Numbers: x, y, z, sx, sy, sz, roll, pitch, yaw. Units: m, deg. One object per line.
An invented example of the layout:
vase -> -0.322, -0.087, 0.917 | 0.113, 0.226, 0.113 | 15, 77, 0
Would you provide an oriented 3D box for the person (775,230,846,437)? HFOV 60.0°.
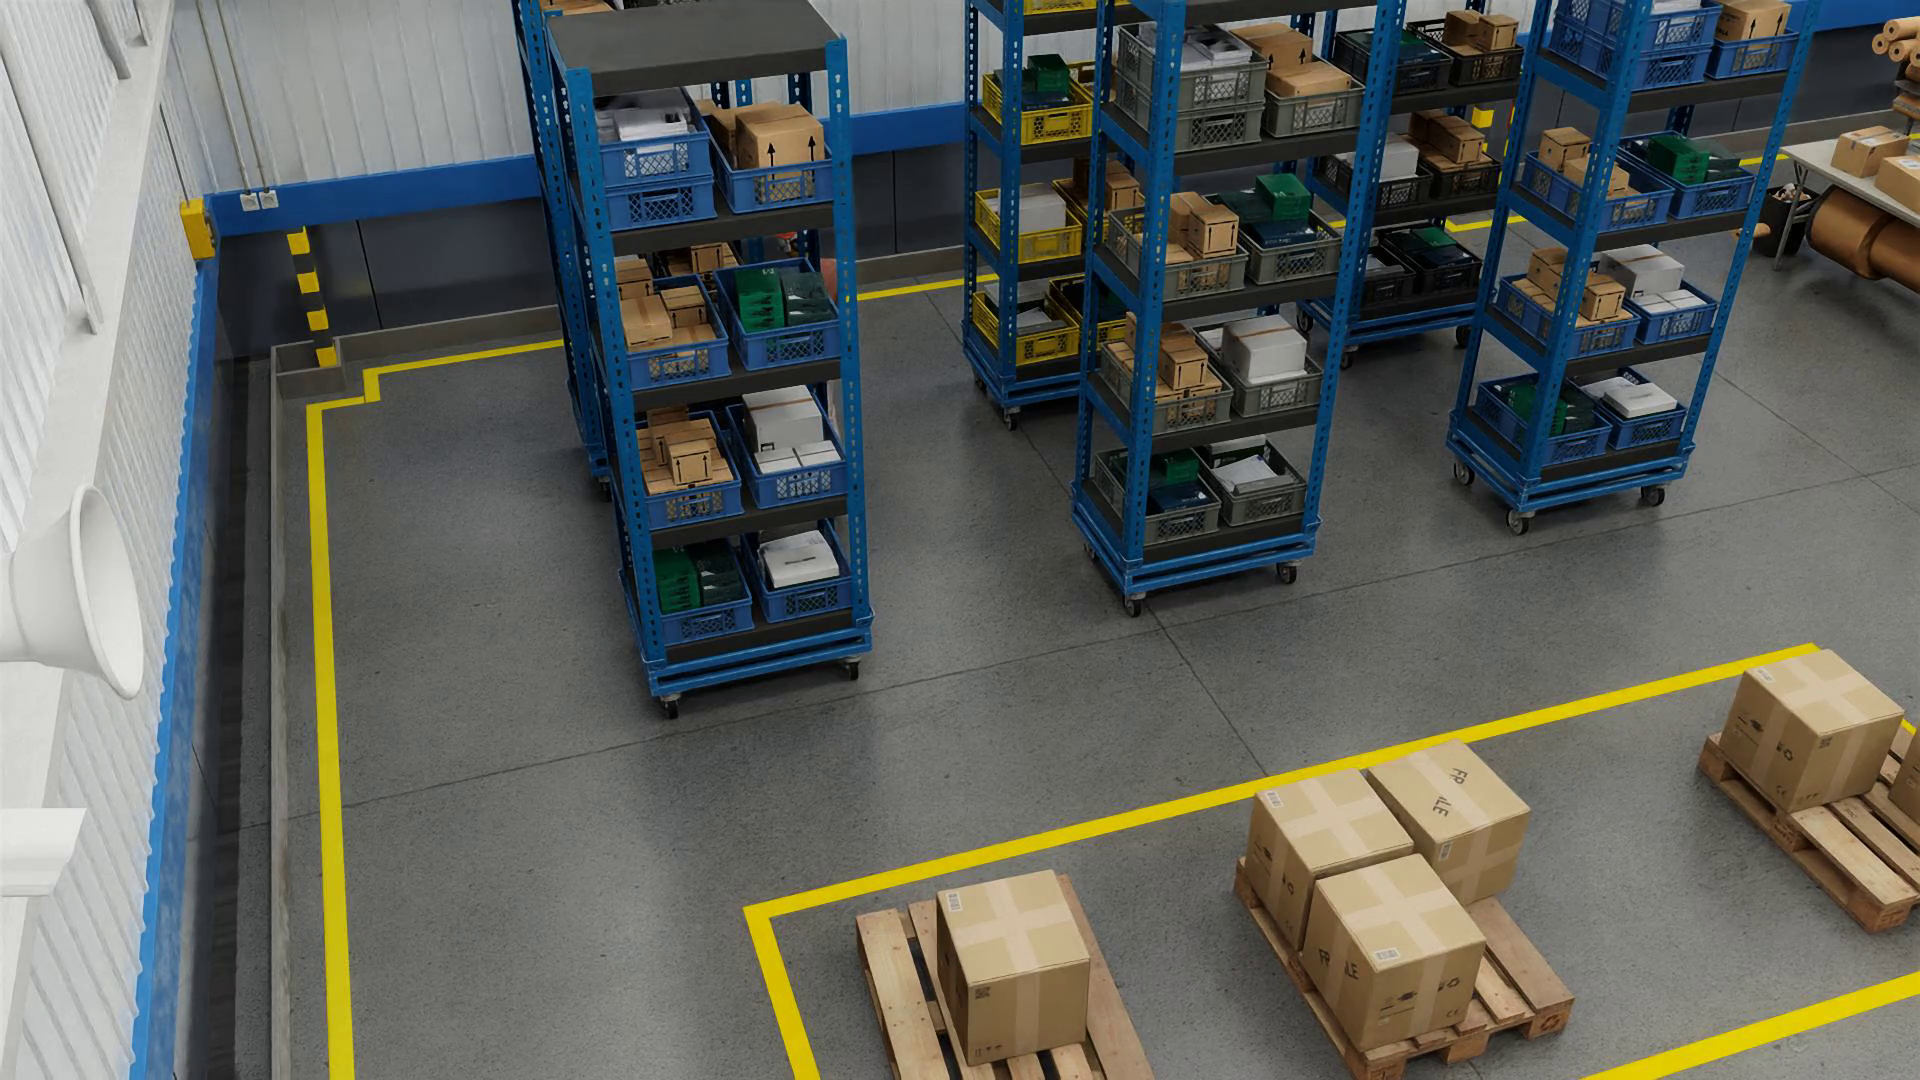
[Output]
person -> -0.949, -1.094, 10.116 | 0.626, 1.980, 0.411 | -29, 45, -35
